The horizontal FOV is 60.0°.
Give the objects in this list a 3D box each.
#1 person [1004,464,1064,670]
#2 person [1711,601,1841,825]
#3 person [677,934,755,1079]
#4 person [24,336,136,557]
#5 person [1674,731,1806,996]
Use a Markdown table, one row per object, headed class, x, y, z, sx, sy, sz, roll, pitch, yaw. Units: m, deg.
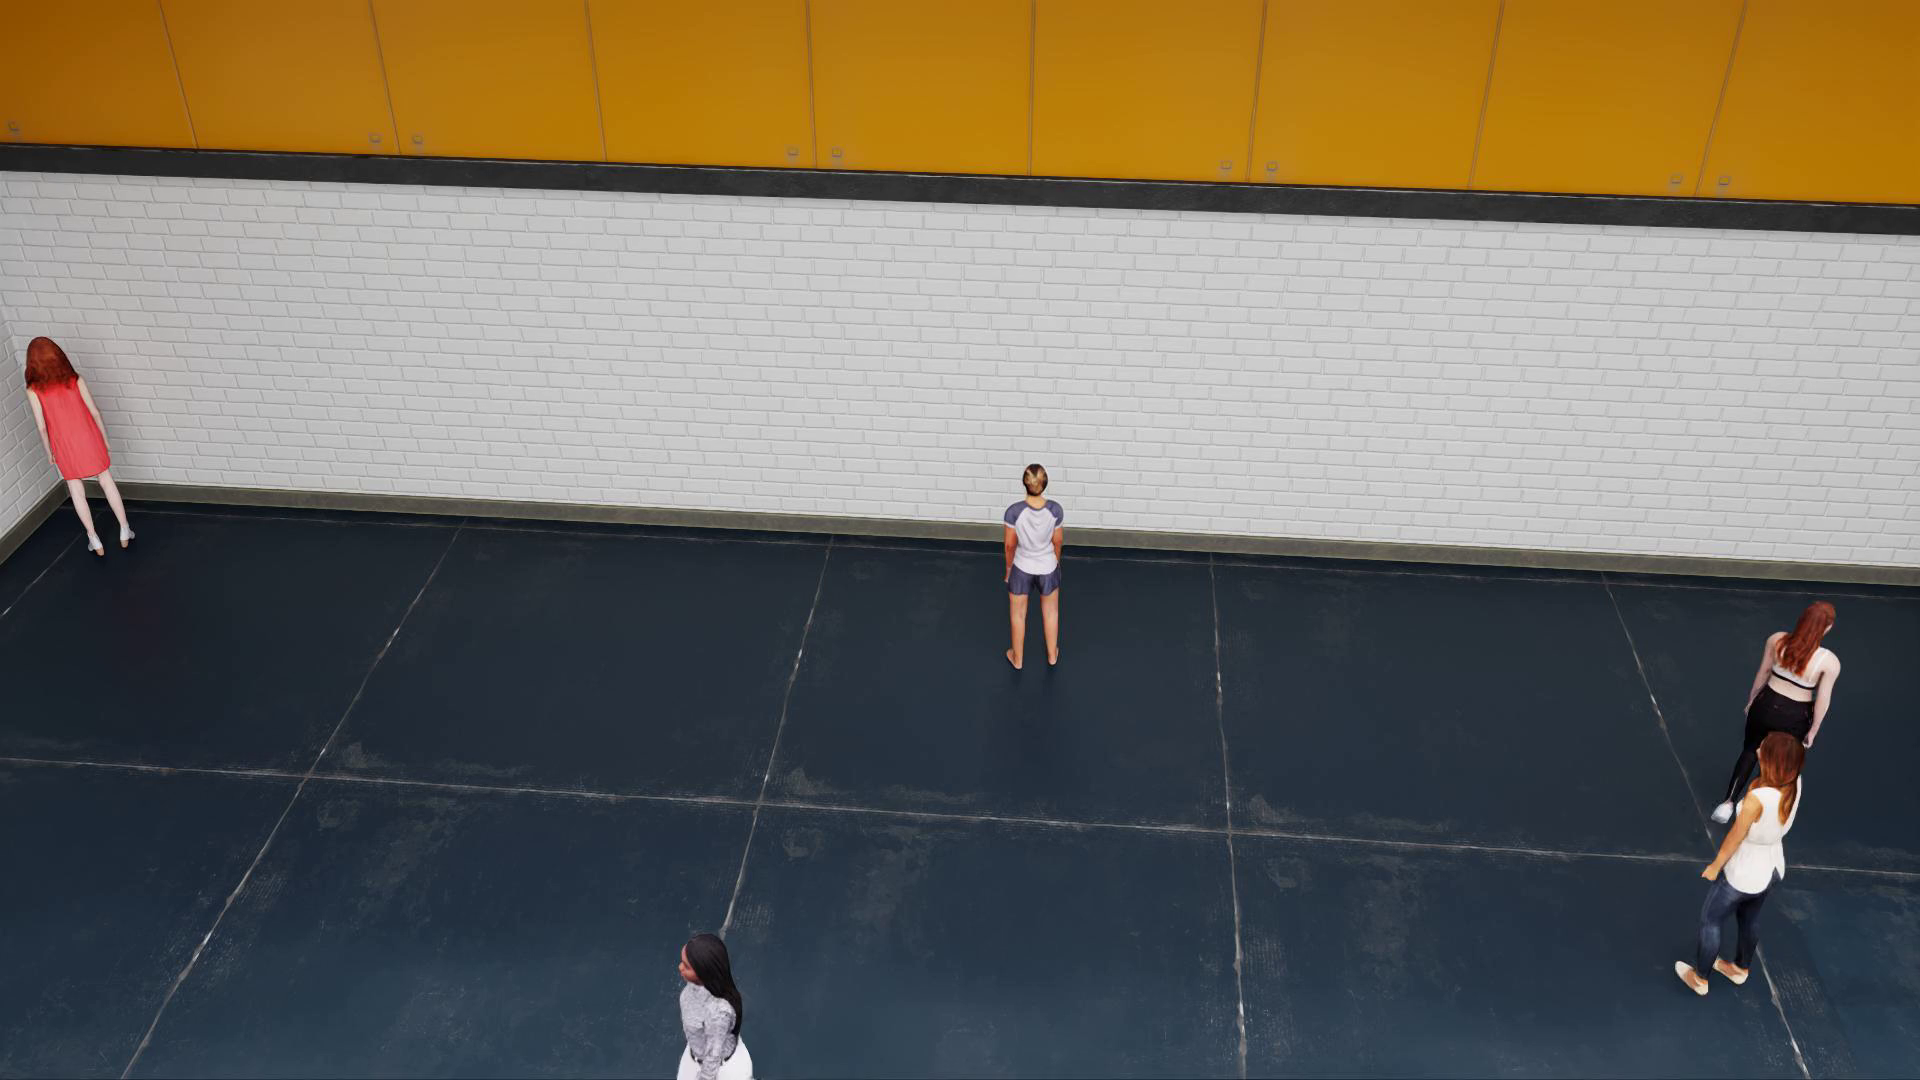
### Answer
| class | x | y | z | sx | sy | sz | roll | pitch | yaw |
| --- | --- | --- | --- | --- | --- | --- | --- | --- | --- |
| person | 0.509 | 0.192 | 11.472 | 0.633 | 1.624 | 0.594 | -5 | 34 | -7 |
| person | 4.879 | 1.111 | 9.989 | 0.938 | 1.735 | 0.867 | -27 | 42 | -35 |
| person | -1.053 | 2.511 | 7.944 | 1.018 | 1.668 | 1.223 | -11 | 35 | -16 |
| person | -6.710 | -0.710 | 12.646 | 0.664 | 1.827 | 0.695 | -19 | 38 | -26 |
| person | 4.268 | 1.786 | 8.935 | 0.695 | 1.779 | 0.742 | -17 | 37 | -24 |
